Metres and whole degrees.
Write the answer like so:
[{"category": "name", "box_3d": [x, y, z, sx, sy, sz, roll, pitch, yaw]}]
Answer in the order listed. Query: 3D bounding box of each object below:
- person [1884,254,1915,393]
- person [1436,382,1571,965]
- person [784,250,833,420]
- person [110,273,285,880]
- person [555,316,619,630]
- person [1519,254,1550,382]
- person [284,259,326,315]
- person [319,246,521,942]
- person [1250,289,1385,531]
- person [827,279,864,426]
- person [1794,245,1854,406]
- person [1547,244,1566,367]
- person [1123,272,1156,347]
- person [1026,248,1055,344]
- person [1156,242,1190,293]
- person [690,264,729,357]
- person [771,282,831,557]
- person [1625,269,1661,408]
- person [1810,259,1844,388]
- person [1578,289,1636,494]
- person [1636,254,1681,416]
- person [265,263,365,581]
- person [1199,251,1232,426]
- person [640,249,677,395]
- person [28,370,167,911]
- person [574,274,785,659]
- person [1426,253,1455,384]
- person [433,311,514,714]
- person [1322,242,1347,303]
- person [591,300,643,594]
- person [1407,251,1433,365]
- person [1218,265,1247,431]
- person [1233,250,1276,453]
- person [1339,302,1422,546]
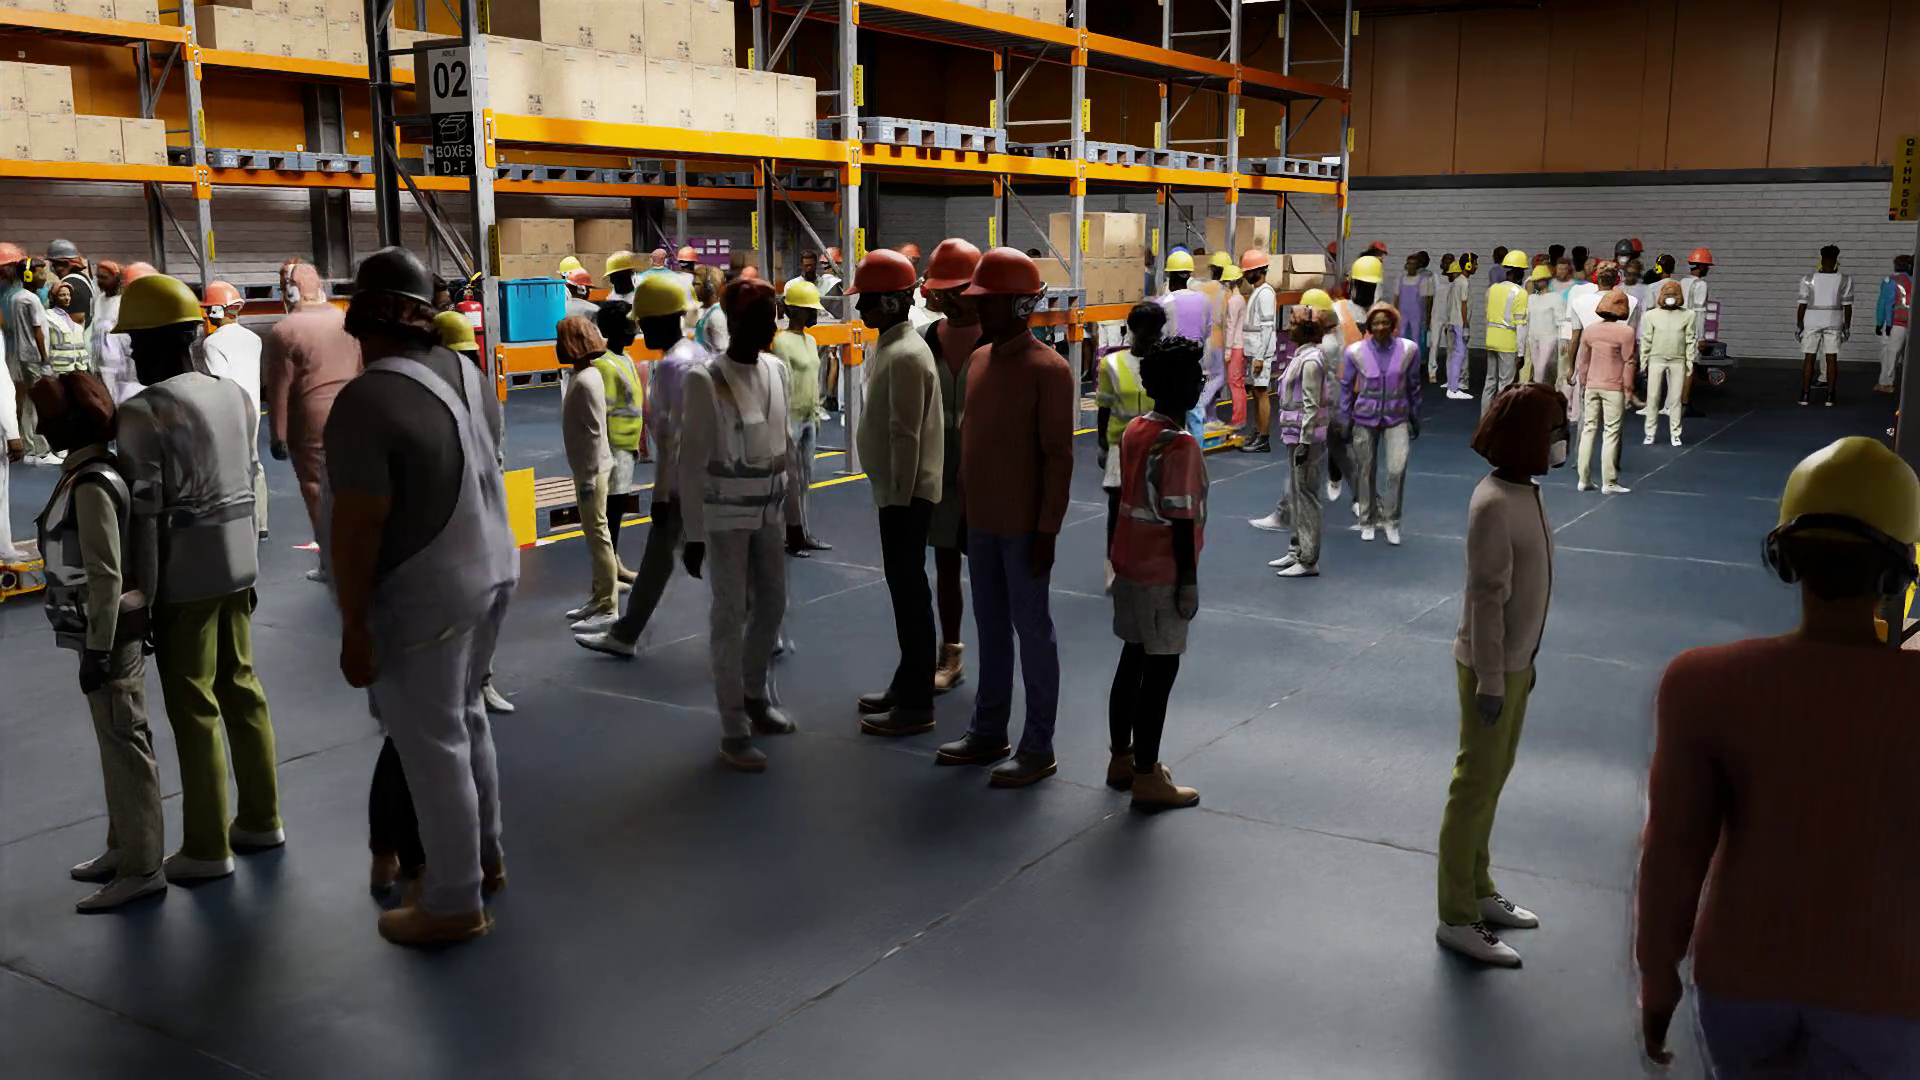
[{"category": "person", "box_3d": [12.555, -2.849, 21.970, 0.623, 1.844, 0.430, 2, 10, 8]}, {"category": "person", "box_3d": [1.550, 0.364, 4.740, 0.270, 1.632, 0.504, 6, 12, 29]}, {"category": "person", "box_3d": [-1.683, -2.288, 18.694, 0.598, 1.908, 0.398, -3, 11, -15]}, {"category": "person", "box_3d": [-2.459, 0.121, 5.307, 0.397, 1.918, 0.588, 2, 10, 11]}, {"category": "person", "box_3d": [-1.952, -0.348, 8.687, 0.268, 1.632, 0.506, -3, 11, -16]}, {"category": "person", "box_3d": [7.366, -2.743, 21.366, 0.389, 1.847, 0.563, 6, 12, 31]}, {"category": "person", "box_3d": [-6.566, -1.909, 16.784, 0.382, 1.836, 0.569, 3, 11, 16]}, {"category": "person", "box_3d": [-1.593, 0.139, 4.858, 0.542, 2.000, 0.734, 2, 10, 13]}, {"category": "person", "box_3d": [2.538, -0.883, 11.502, 0.921, 1.697, 0.472, 2, 10, 11]}, {"category": "person", "box_3d": [-1.156, -2.187, 18.126, 0.599, 1.909, 0.402, -6, 12, -28]}, {"category": "person", "box_3d": [10.587, -2.627, 20.396, 0.616, 1.963, 0.361, 5, 11, 25]}, {"category": "person", "box_3d": [9.477, -3.758, 26.682, 0.368, 1.957, 0.605, 3, 11, 15]}, {"category": "person", "box_3d": [2.376, -3.014, 22.906, 0.621, 1.838, 0.429, -6, 12, -28]}, {"category": "person", "box_3d": [0.871, -2.576, 20.243, 0.588, 1.920, 0.390, -3, 11, -15]}, {"category": "person", "box_3d": [3.157, -3.348, 24.183, 0.687, 2.000, 0.958, 9, 14, 42]}, {"category": "person", "box_3d": [-1.813, -1.084, 12.179, 0.345, 1.846, 0.506, -3, 11, -15]}, {"category": "person", "box_3d": [-1.026, -0.769, 10.686, 0.339, 1.761, 0.524, 4, 11, 21]}, {"category": "person", "box_3d": [8.266, -2.447, 20.206, 0.351, 1.681, 0.662, -3, 11, -17]}, {"category": "person", "box_3d": [11.876, -2.988, 22.798, 0.403, 1.824, 0.591, 4, 11, 23]}, {"category": "person", "box_3d": [5.183, -1.185, 13.327, 0.283, 1.631, 0.503, -6, 12, -29]}, {"category": "person", "box_3d": [8.098, -2.353, 19.183, 0.510, 1.860, 0.333, -2, 10, -8]}, {"category": "person", "box_3d": [-3.816, -0.684, 9.843, 0.468, 1.883, 0.660, 6, 12, 29]}, {"category": "person", "box_3d": [2.696, -2.142, 17.869, 0.555, 1.906, 0.593, -9, 14, -42]}, {"category": "person", "box_3d": [-3.883, -2.826, 21.665, 0.642, 1.909, 0.408, -1, 10, -3]}, {"category": "person", "box_3d": [-2.626, 0.299, 5.092, 0.308, 1.639, 0.511, -6, 12, -28]}, {"category": "person", "box_3d": [-1.321, -0.314, 7.867, 1.027, 1.865, 0.602, -1, 10, -3]}, {"category": "person", "box_3d": [6.835, -3.116, 23.462, 0.503, 1.840, 0.342, 1, 10, 8]}, {"category": "person", "box_3d": [-2.100, -0.082, 6.943, 0.334, 1.735, 0.486, 9, 13, 40]}, {"category": "person", "box_3d": [6.300, -4.052, 28.241, 0.621, 1.986, 0.415, -3, 11, -15]}, {"category": "person", "box_3d": [-1.990, -0.541, 9.618, 0.321, 1.685, 0.532, 0, 10, 0]}, {"category": "person", "box_3d": [7.482, -3.759, 27.001, 0.343, 1.846, 0.507, -7, 12, -34]}, {"category": "person", "box_3d": [2.892, -2.032, 17.680, 0.340, 1.757, 0.518, 3, 11, 16]}, {"category": "person", "box_3d": [2.821, -1.793, 15.880, 0.373, 1.928, 0.543, 0, 10, 2]}, {"category": "person", "box_3d": [2.787, -0.767, 11.031, 0.540, 1.609, 0.591, 2, 10, 9]}]
